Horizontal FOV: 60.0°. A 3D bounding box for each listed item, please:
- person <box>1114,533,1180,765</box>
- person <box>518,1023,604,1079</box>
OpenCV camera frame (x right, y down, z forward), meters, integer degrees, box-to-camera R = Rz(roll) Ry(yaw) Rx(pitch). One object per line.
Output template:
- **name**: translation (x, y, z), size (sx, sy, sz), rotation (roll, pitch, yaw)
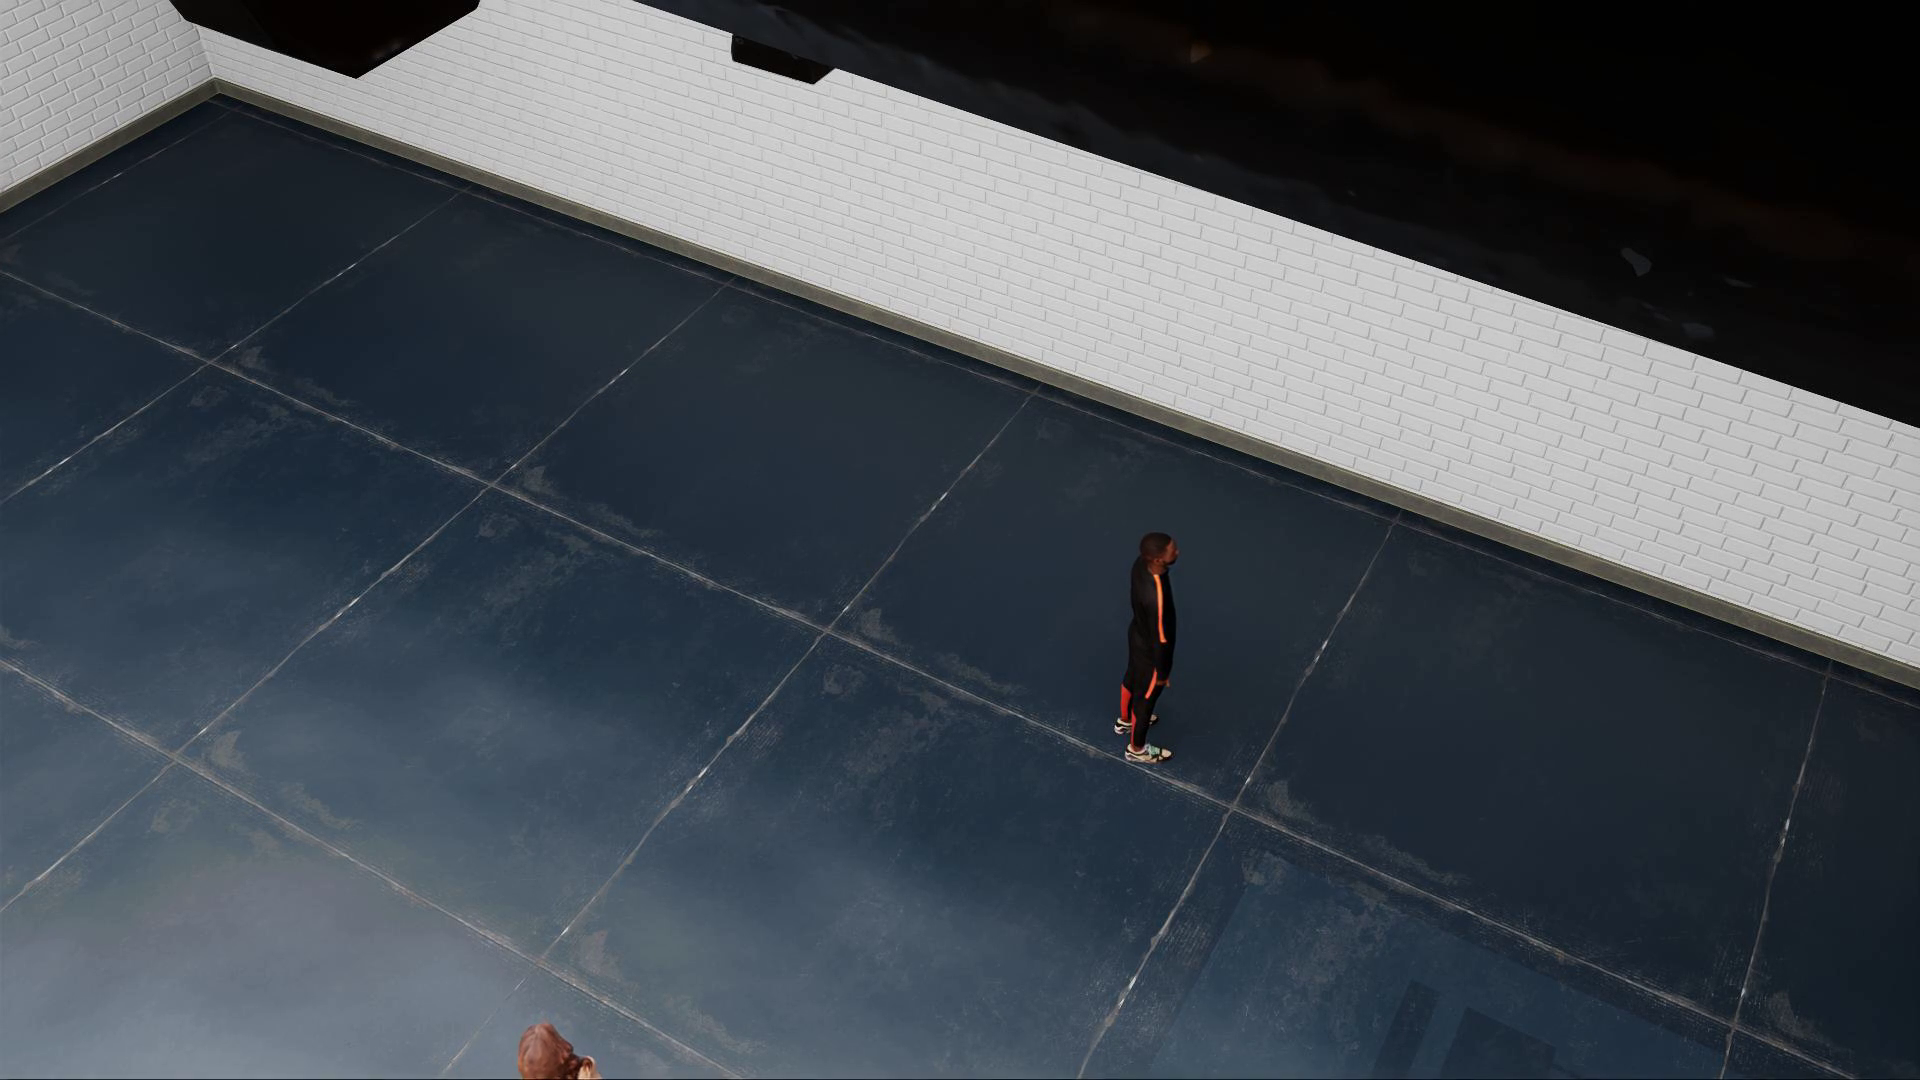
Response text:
- **person**: translation (1.137, 0.629, 10.050), size (0.756, 1.808, 0.676), rotation (-7, 44, -7)
- **person**: translation (-1.803, 2.801, 7.818), size (0.596, 1.743, 0.719), rotation (-26, 49, -25)
